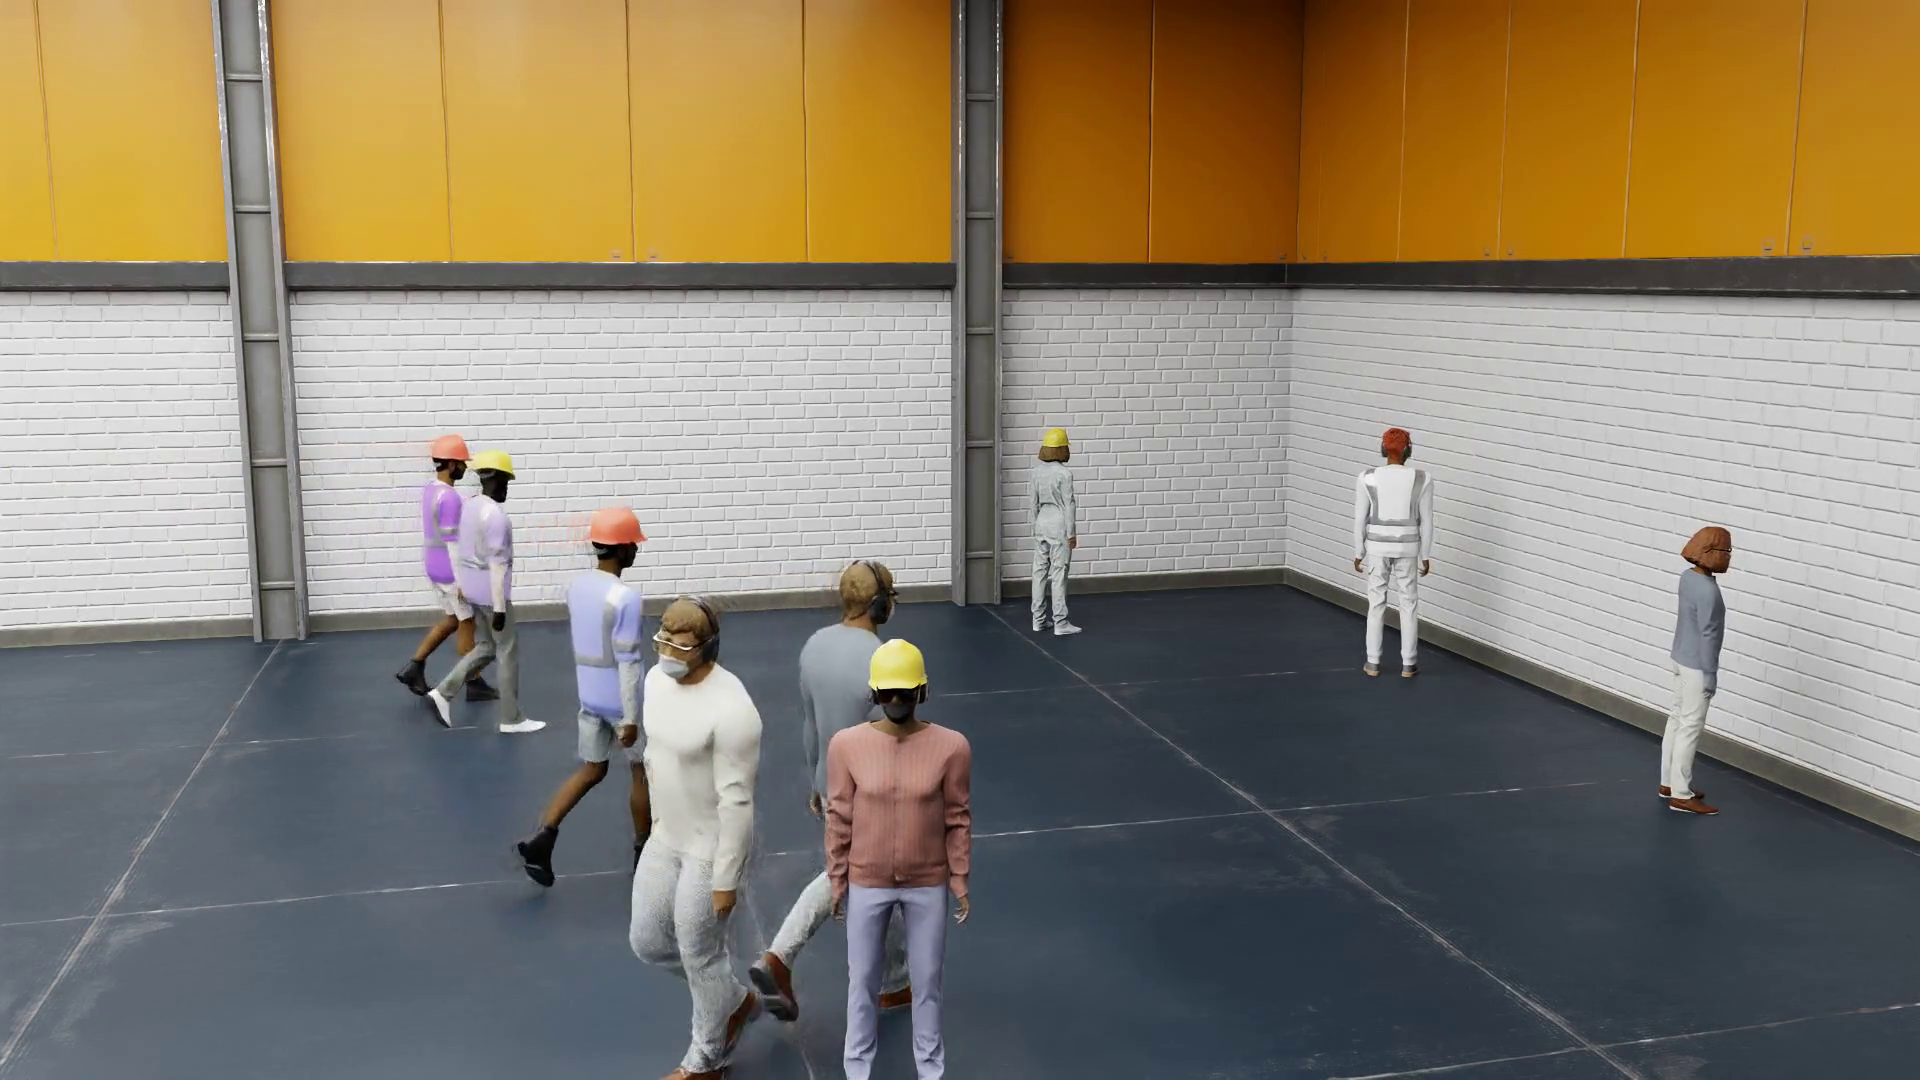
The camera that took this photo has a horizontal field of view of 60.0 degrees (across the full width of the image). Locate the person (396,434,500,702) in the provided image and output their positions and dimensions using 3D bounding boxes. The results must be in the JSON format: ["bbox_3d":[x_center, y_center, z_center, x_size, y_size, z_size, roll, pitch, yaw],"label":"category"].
[{"bbox_3d":[-3.600,0.215,11.683,0.699,1.921,0.550,-5,10,-30],"label":"person"}]

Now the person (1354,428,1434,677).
[{"bbox_3d":[3.258,0.096,12.528,0.575,1.885,0.359,3,9,15],"label":"person"}]

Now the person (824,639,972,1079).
[{"bbox_3d":[-0.217,1.216,5.909,0.524,1.769,0.314,0,9,-3],"label":"person"}]

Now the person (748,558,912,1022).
[{"bbox_3d":[-0.451,1.024,6.649,0.767,1.919,0.635,-8,12,-41],"label":"person"}]

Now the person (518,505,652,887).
[{"bbox_3d":[-1.775,0.780,8.193,0.548,1.912,0.814,7,12,39],"label":"person"}]

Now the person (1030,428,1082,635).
[{"bbox_3d":[0.802,-0.076,14.044,0.295,1.744,0.484,-9,13,-43],"label":"person"}]

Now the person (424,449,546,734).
[{"bbox_3d":[-3.143,0.355,10.885,0.648,1.890,0.622,-7,12,-38],"label":"person"}]

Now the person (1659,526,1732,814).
[{"bbox_3d":[4.172,0.725,9.410,0.270,1.627,0.503,1,9,7],"label":"person"}]

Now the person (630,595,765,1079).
[{"bbox_3d":[-0.938,1.120,6.026,0.471,1.919,0.665,-8,12,-39],"label":"person"}]
